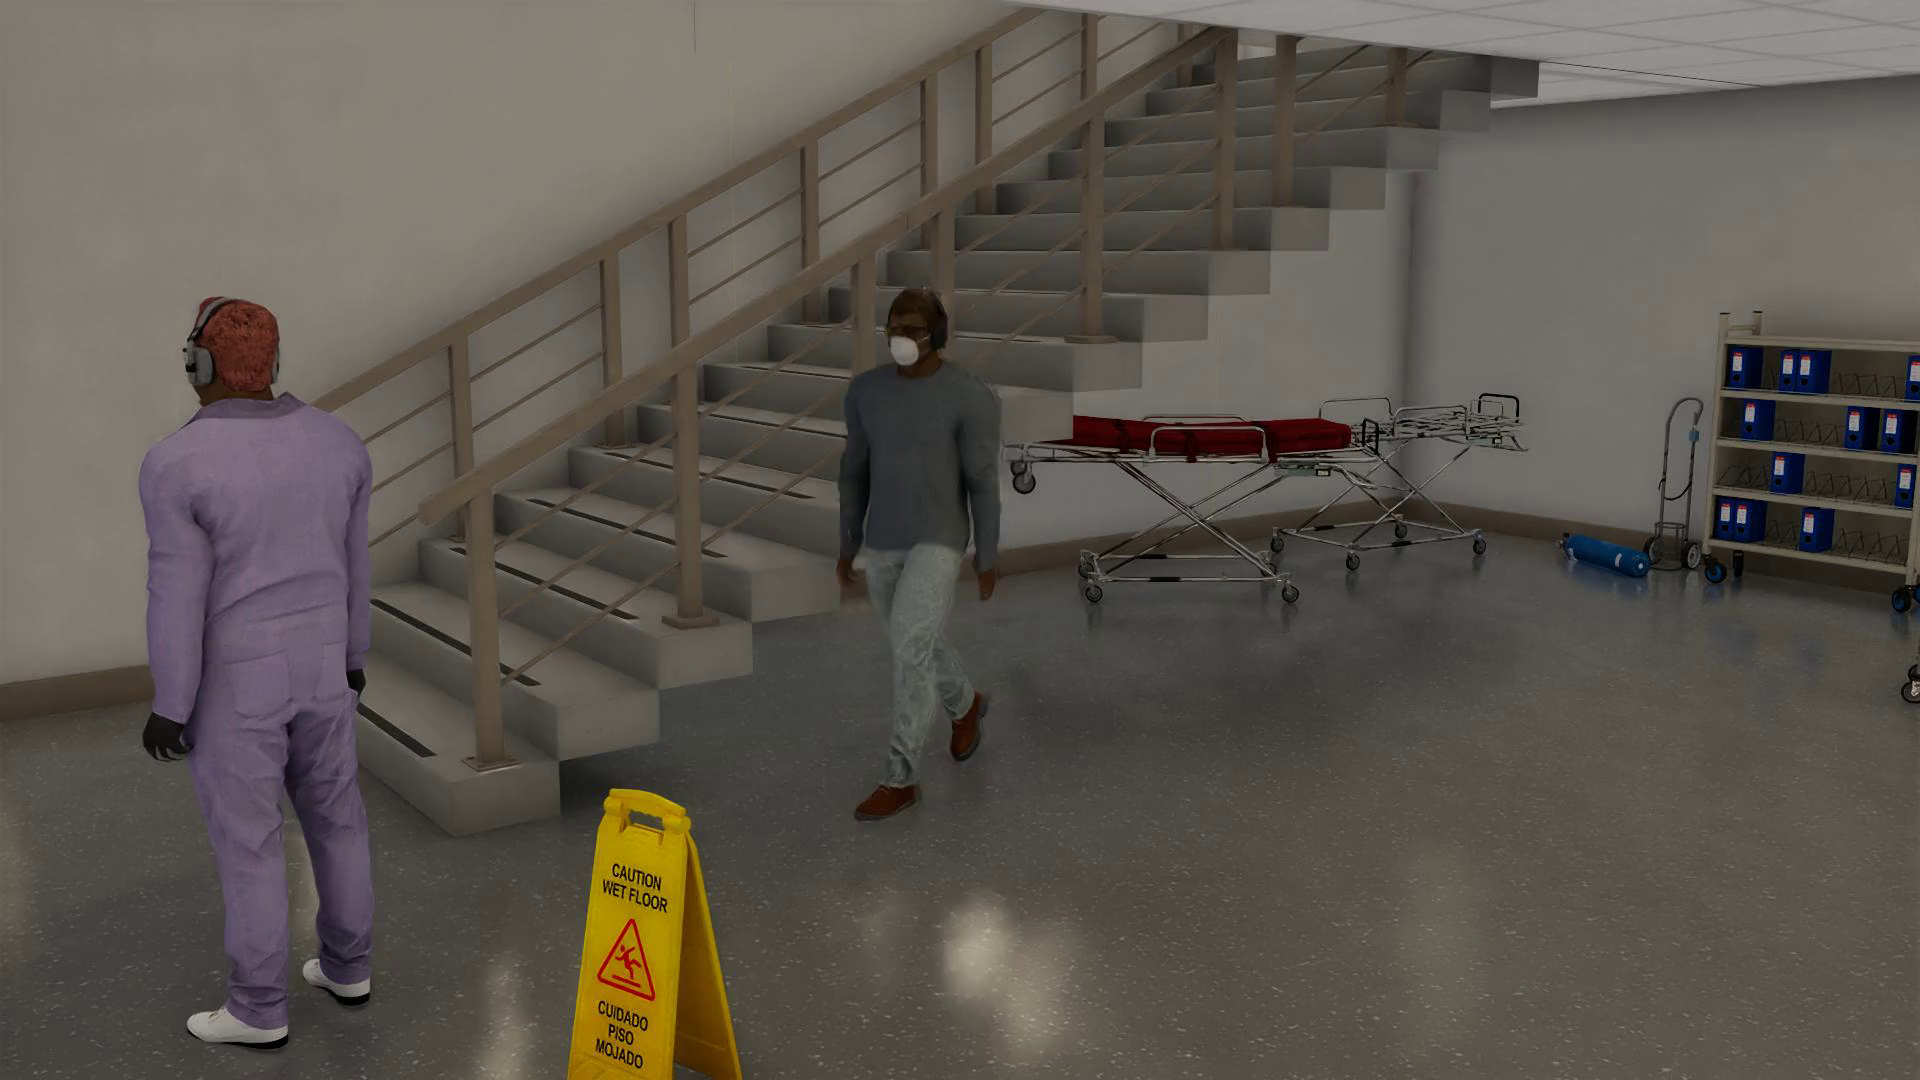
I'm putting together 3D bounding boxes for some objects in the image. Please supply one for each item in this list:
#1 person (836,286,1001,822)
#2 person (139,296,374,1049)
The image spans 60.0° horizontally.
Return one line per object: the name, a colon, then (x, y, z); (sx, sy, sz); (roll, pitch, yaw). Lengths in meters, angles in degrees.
person: (-0.118, 0.008, 6.213); (0.632, 1.909, 0.955); (6, 12, 32)
person: (-1.804, 0.340, 4.270); (0.406, 1.911, 0.637); (6, 11, 30)
